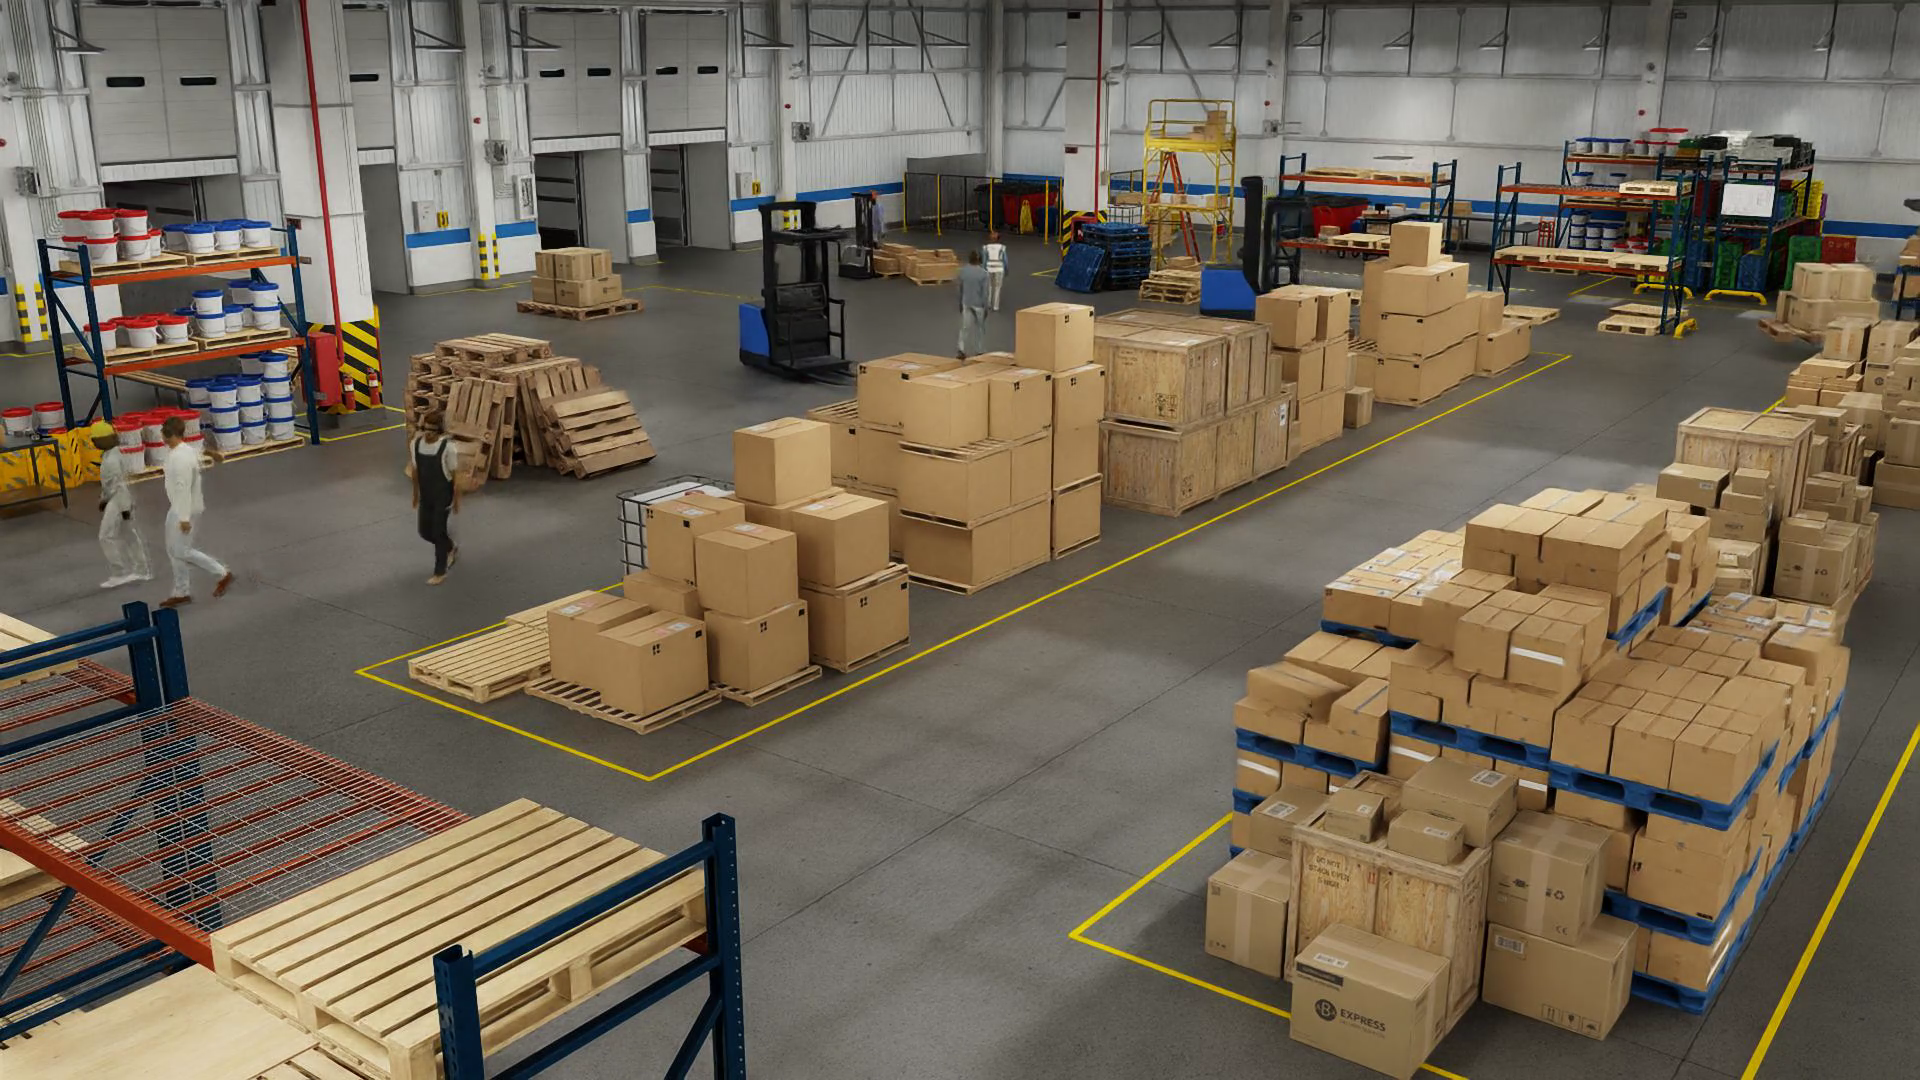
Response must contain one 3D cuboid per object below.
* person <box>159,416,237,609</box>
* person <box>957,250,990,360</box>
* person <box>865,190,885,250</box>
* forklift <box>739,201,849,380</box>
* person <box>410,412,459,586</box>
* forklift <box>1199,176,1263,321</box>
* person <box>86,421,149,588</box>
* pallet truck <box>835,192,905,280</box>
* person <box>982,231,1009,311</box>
[{"bbox_3d":[-7.629,-0.271,16.341,0.638,1.899,0.654,-11,20,-31],"label":"person"},{"bbox_3d":[0.211,-4.062,28.911,0.649,1.912,0.879,9,19,27],"label":"person"},{"bbox_3d":[-2.070,-7.535,40.396,0.530,1.894,0.683,-13,21,-36],"label":"person"},{"bbox_3d":[-2.849,-4.232,27.787,1.129,2.768,1.873,-12,21,-34],"label":"forklift"},{"bbox_3d":[-5.364,-0.452,17.090,0.536,1.811,0.540,5,17,15],"label":"person"},{"bbox_3d":[5.689,-5.687,32.606,1.873,2.768,1.129,2,17,8],"label":"forklift"},{"bbox_3d":[-8.676,-0.367,16.961,0.605,1.728,0.487,-8,18,-24],"label":"person"},{"bbox_3d":[-1.936,-7.159,38.982,1.885,1.965,0.823,-12,21,-34],"label":"pallet truck"},{"bbox_3d":[0.750,-5.557,34.332,0.527,1.615,0.701,4,17,13],"label":"person"}]
